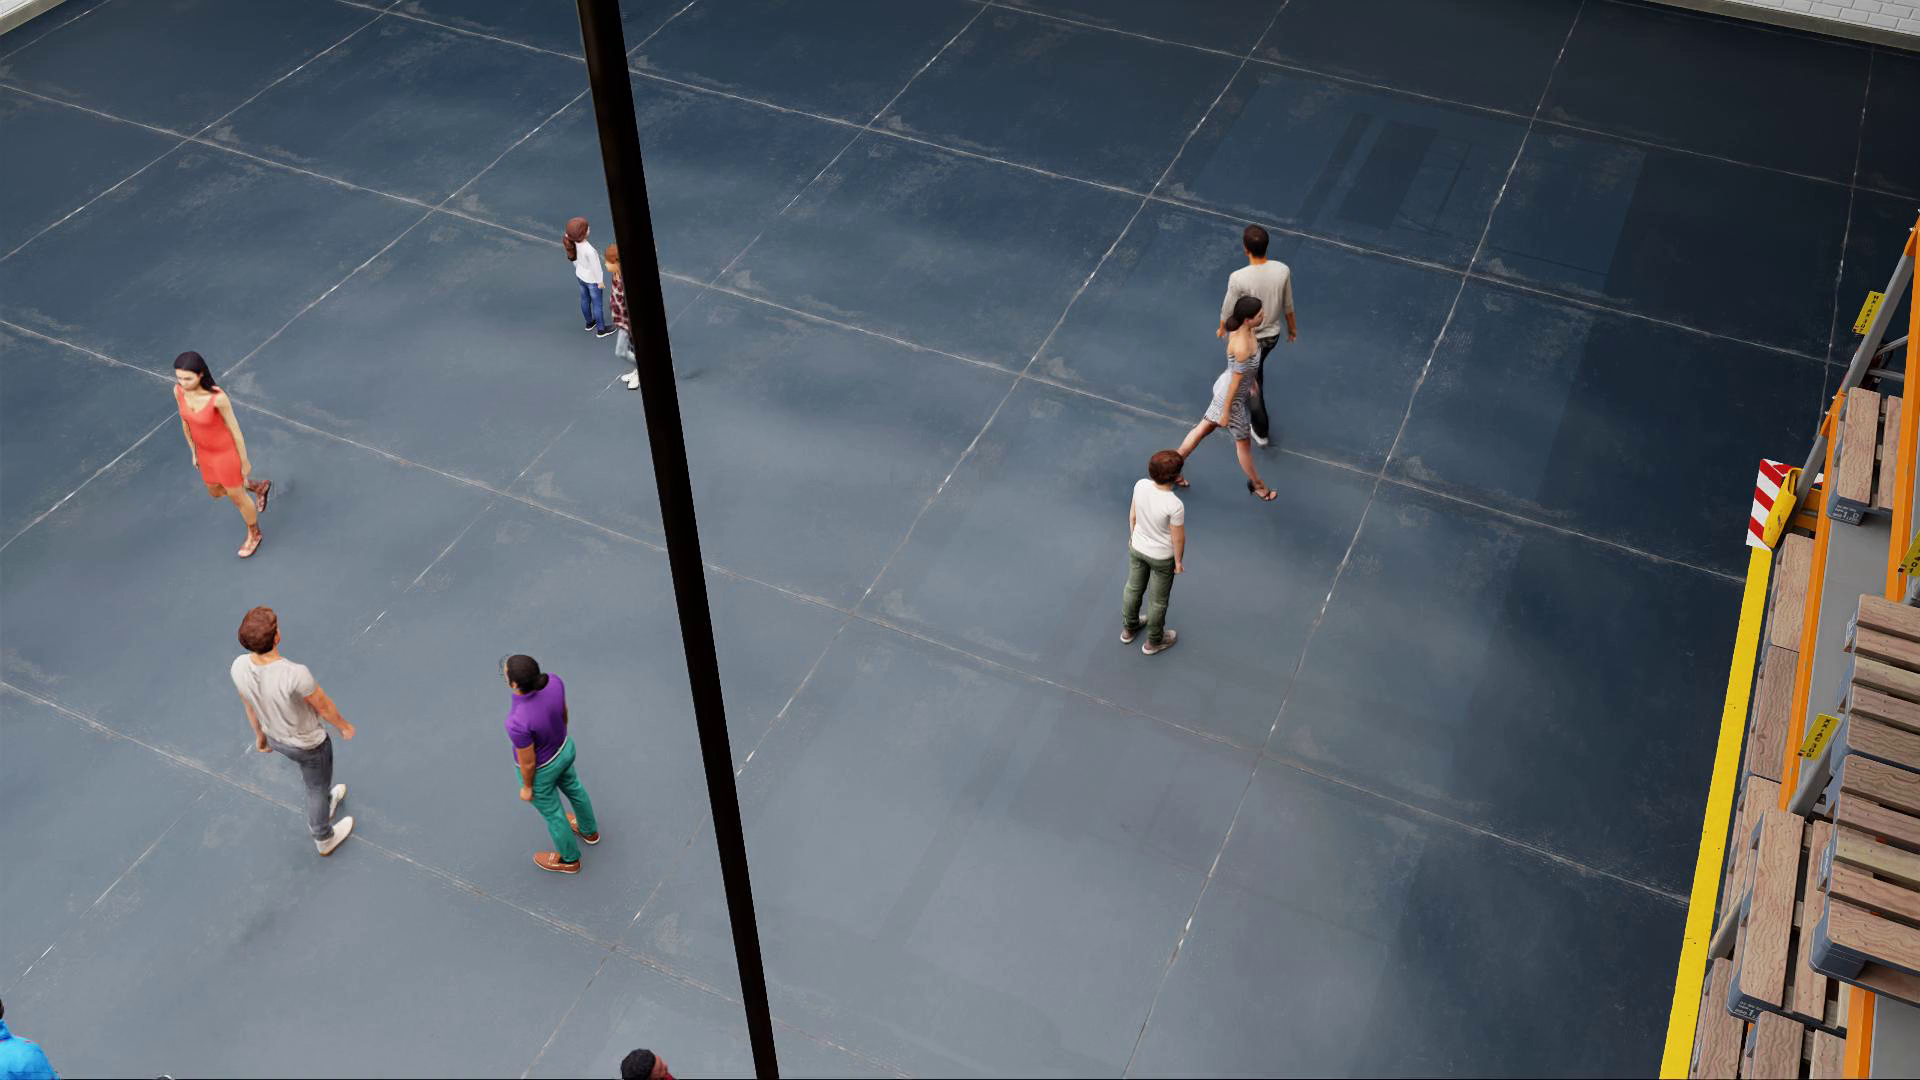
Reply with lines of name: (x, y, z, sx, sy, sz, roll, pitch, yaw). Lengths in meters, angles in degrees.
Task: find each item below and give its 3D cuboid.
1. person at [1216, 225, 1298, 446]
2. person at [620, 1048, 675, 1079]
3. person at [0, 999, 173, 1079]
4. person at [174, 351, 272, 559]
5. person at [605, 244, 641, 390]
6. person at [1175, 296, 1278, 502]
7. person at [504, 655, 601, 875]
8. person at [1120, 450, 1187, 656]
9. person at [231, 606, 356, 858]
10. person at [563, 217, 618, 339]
person: (2.270, -1.478, 12.524, 1.098, 1.767, 1.170, -10, 45, -11)
person: (-1.579, 2.926, 8.294, 0.910, 1.225, 0.825, -17, 46, -17)
person: (-4.511, 2.820, 8.021, 0.796, 1.755, 1.135, 9, 44, 9)
person: (-5.167, -0.668, 11.719, 0.678, 1.705, 0.855, 11, 45, 11)
person: (-2.575, -1.779, 13.182, 0.678, 1.296, 0.623, -16, 46, -16)
person: (1.852, -0.998, 12.020, 0.876, 1.768, 1.082, 6, 44, 6)
person: (-2.383, 1.278, 9.631, 0.697, 1.767, 0.514, 15, 46, 16)
person: (1.277, 0.072, 10.980, 0.643, 1.653, 0.625, 32, 52, 29)
person: (-3.886, 1.195, 9.640, 0.696, 1.876, 0.751, 13, 45, 14)
person: (-3.077, -2.196, 13.754, 0.501, 1.111, 0.537, 31, 52, 29)
